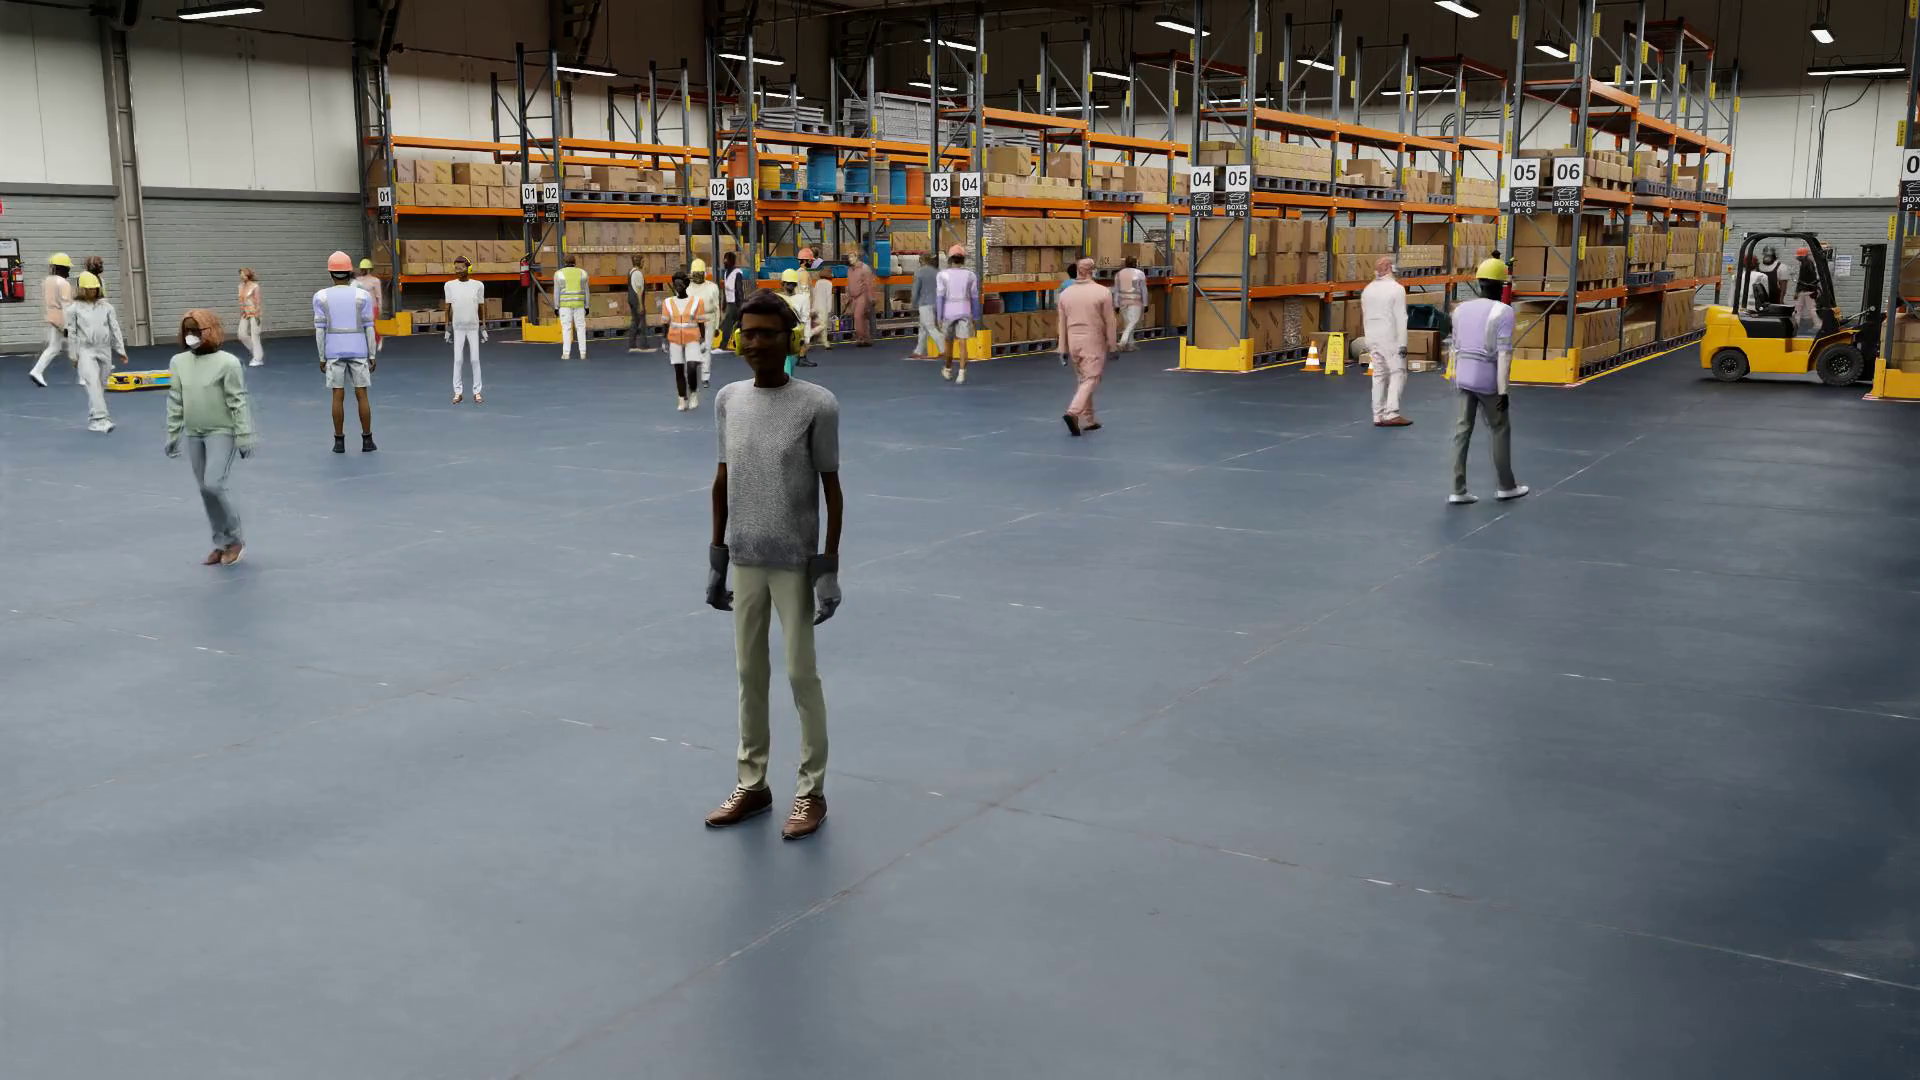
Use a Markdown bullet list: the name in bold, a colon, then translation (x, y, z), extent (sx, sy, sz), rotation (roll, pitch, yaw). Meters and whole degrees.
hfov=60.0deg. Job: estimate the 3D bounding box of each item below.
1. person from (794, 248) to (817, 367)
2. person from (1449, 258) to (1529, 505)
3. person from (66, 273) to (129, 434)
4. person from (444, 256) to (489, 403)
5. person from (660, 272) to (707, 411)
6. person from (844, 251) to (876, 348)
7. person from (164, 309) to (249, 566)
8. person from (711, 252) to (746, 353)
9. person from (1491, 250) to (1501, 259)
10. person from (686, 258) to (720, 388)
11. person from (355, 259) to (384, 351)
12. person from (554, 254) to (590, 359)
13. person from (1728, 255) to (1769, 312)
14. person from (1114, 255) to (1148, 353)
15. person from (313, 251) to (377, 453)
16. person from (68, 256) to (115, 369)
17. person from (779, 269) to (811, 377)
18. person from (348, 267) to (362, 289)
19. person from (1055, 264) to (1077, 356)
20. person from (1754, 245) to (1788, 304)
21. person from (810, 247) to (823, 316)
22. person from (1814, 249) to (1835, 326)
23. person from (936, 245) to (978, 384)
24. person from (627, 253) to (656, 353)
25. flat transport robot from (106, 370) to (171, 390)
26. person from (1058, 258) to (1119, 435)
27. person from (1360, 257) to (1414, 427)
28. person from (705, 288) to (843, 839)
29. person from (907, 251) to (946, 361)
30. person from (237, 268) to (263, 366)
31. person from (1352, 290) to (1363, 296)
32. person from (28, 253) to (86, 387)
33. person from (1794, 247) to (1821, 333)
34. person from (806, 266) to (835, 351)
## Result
- **person**: translation (-2.542, -3.818, 27.368), extent (0.375, 1.935, 0.551), rotation (-4, 11, -19)
- **person**: translation (4.143, -1.228, 12.959), extent (0.856, 1.893, 0.619), rotation (-7, 12, -33)
- **person**: translation (-9.169, -1.976, 17.709), extent (0.882, 1.697, 0.506), rotation (8, 13, 38)
- **person**: translation (-6.264, -2.661, 21.094), extent (0.534, 1.863, 0.315), rotation (-3, 10, -15)
- **person**: translation (-3.330, -2.370, 19.967), extent (0.547, 1.678, 0.437), rotation (1, 10, 5)
- **person**: translation (-2.018, -4.682, 32.387), extent (0.734, 1.873, 0.681), rotation (-8, 13, -37)
- **person**: translation (-4.725, -0.628, 10.408), extent (0.503, 1.621, 0.423), rotation (3, 11, 18)
- **person**: translation (-4.160, -4.396, 30.799), extent (0.998, 1.876, 0.610), rotation (-6, 12, -28)
- **person**: translation (12.670, -5.926, 39.400), extent (0.509, 1.860, 0.334), rotation (3, 10, 15)
- **person**: translation (-3.685, -3.065, 23.484), extent (0.602, 1.814, 0.603), rotation (-2, 10, -13)
- **person**: translation (-10.791, -4.280, 30.491), extent (0.531, 1.741, 0.693), rotation (3, 11, 17)
- **person**: translation (-6.803, -4.085, 29.132), extent (0.637, 1.840, 0.429), rotation (-5, 11, -26)
- **person**: translation (13.118, -3.826, 27.715), extent (0.579, 1.841, 0.971), rotation (9, 14, 42)
- **person**: translation (3.143, -4.386, 30.915), extent (0.625, 1.813, 0.852), rotation (8, 13, 37)
- **person**: translation (-5.941, -1.810, 16.104), extent (0.545, 1.943, 0.347), rotation (-3, 11, -18)
- **person**: translation (-13.909, -3.618, 26.573), extent (0.576, 1.822, 0.640), rotation (0, 10, -2)
- **person**: translation (-2.154, -2.544, 20.866), extent (0.530, 1.710, 0.956), rotation (-4, 11, -19)
- **person**: translation (-10.607, -3.985, 29.155), extent (0.528, 1.623, 0.549), rotation (7, 12, 33)
- **person**: translation (2.016, -4.135, 29.943), extent (0.545, 1.647, 0.894), rotation (9, 13, 41)
- **person**: translation (15.584, -4.725, 32.154), extent (0.701, 2.000, 1.005), rotation (8, 13, 36)
- **person**: translation (-3.441, -6.010, 39.641), extent (0.636, 1.936, 0.355), rotation (10, 14, 44)
- **person**: translation (19.908, -5.753, 38.358), extent (0.656, 1.899, 0.415), rotation (-5, 11, -25)
- **person**: translation (-0.047, -3.265, 24.137), extent (0.636, 1.983, 1.063), rotation (-2, 10, -10)
- **person**: translation (-5.921, -4.361, 30.706), extent (0.397, 1.846, 0.511), rotation (-7, 12, -34)
- **flat transport robot**: translation (-11.231, -2.260, 23.304), extent (0.652, 0.197, 1.431), rotation (8, 13, 37)
- **person**: translation (1.325, -2.063, 17.721), extent (0.646, 1.874, 0.880), rotation (8, 13, 39)
- **person**: translation (4.750, -2.192, 18.460), extent (0.398, 1.870, 0.734), rotation (-5, 11, -28)
- **person**: translation (-0.648, 0.085, 5.691), extent (0.533, 1.871, 0.320), rotation (5, 11, 24)
- **person**: translation (-0.525, -4.052, 28.842), extent (0.923, 1.894, 0.616), rotation (6, 12, 32)
- **person**: translation (-11.720, -3.678, 27.455), extent (0.542, 1.619, 0.357), rotation (6, 12, 31)
- **person**: translation (9.361, -5.859, 38.829), extent (0.989, 1.915, 0.626), rotation (-10, 14, -44)
- **person**: translation (-12.792, -3.120, 23.596), extent (0.602, 1.895, 0.897), rotation (7, 12, 33)
- **person**: translation (19.169, -5.666, 37.717), extent (0.842, 1.949, 0.644), rotation (8, 13, 36)
- **person**: translation (-2.645, -4.324, 31.122), extent (0.708, 1.601, 0.517), rotation (-8, 13, -37)
